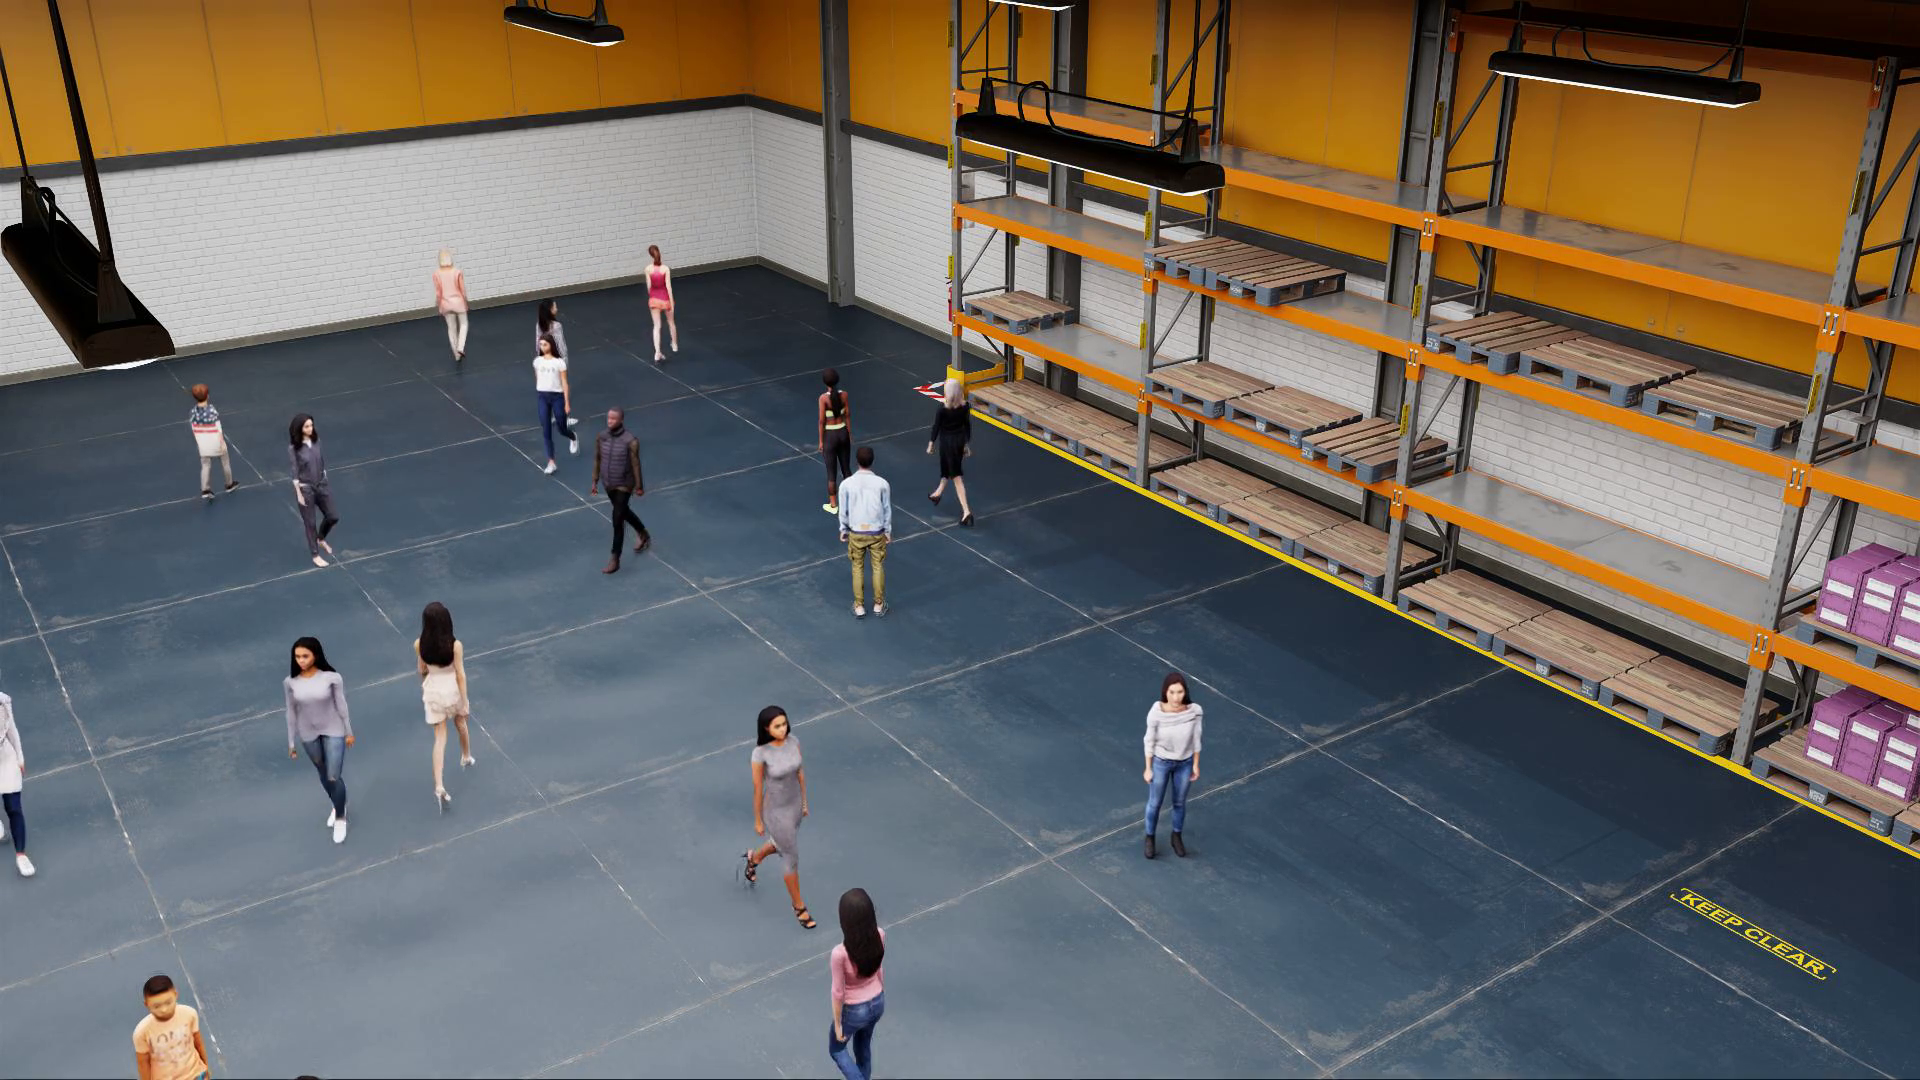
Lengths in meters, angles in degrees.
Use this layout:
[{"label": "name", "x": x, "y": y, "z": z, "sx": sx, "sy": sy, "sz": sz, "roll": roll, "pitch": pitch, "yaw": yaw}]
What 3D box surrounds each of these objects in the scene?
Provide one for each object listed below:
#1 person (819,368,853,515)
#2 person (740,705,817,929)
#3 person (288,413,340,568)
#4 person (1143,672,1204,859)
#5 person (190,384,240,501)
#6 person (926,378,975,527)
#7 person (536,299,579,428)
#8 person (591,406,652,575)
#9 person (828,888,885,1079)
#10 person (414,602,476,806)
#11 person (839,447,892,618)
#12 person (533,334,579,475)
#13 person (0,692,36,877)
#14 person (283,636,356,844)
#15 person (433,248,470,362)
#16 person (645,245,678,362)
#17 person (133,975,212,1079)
[{"label": "person", "x": -1.451, "y": -1.167, "z": 19.508, "sx": 0.586, "sy": 1.754, "sz": 0.536, "roll": -12, "pitch": 26, "yaw": -25}, {"label": "person", "x": -1.376, "y": 1.993, "z": 12.283, "sx": 1.139, "sy": 1.751, "sz": 0.761, "roll": 20, "pitch": 31, "yaw": 38}, {"label": "person", "x": -7.138, "y": -0.563, "z": 18.133, "sx": 0.742, "sy": 1.750, "sz": 0.705, "roll": 16, "pitch": 28, "yaw": 32}, {"label": "person", "x": 1.645, "y": 1.748, "z": 12.994, "sx": 0.679, "sy": 1.631, "sz": 0.673, "roll": -3, "pitch": 24, "yaw": -6}, {"label": "person", "x": -8.999, "y": -1.159, "z": 19.909, "sx": 0.830, "sy": 1.418, "sz": 0.958, "roll": -1, "pitch": 24, "yaw": -2}, {"label": "person", "x": -0.035, "y": -0.979, "z": 19.145, "sx": 0.597, "sy": 1.701, "sz": 1.151, "roll": -17, "pitch": 29, "yaw": -34}, {"label": "person", "x": -5.467, "y": -2.389, "z": 22.333, "sx": 0.624, "sy": 1.732, "sz": 0.746, "roll": 11, "pitch": 26, "yaw": 24}, {"label": "person", "x": -3.671, "y": -0.605, "z": 18.176, "sx": 1.239, "sy": 1.793, "sz": 1.104, "roll": 12, "pitch": 27, "yaw": 26}, {"label": "person", "x": -0.579, "y": 2.916, "z": 10.199, "sx": 0.592, "sy": 1.731, "sz": 0.774, "roll": -18, "pitch": 29, "yaw": -35}, {"label": "person", "x": -4.303, "y": 1.385, "z": 13.751, "sx": 0.967, "sy": 1.690, "sz": 1.123, "roll": 1, "pitch": 24, "yaw": 1}, {"label": "person", "x": -0.956, "y": -0.074, "z": 16.930, "sx": 0.870, "sy": 1.817, "sz": 0.929, "roll": -1, "pitch": 24, "yaw": -2}, {"label": "person", "x": -5.059, "y": -1.735, "z": 20.806, "sx": 1.008, "sy": 1.757, "sz": 1.053, "roll": 5, "pitch": 24, "yaw": 11}, {"label": "person", "x": -7.500, "y": 1.731, "z": 12.875, "sx": 0.607, "sy": 1.758, "sz": 0.949, "roll": -15, "pitch": 28, "yaw": -31}, {"label": "person", "x": -5.109, "y": 1.524, "z": 13.398, "sx": 0.833, "sy": 1.718, "sz": 0.917, "roll": 0, "pitch": 24, "yaw": 0}, {"label": "person", "x": -7.601, "y": -3.496, "z": 24.887, "sx": 0.735, "sy": 1.714, "sz": 0.774, "roll": -4, "pitch": 24, "yaw": -9}, {"label": "person", "x": -4.531, "y": -3.524, "z": 24.957, "sx": 0.919, "sy": 1.709, "sz": 1.177, "roll": -1, "pitch": 24, "yaw": -2}, {"label": "person", "x": -4.685, "y": 3.192, "z": 9.925, "sx": 0.585, "sy": 1.443, "sz": 0.909, "roll": -20, "pitch": 30, "yaw": -38}]
